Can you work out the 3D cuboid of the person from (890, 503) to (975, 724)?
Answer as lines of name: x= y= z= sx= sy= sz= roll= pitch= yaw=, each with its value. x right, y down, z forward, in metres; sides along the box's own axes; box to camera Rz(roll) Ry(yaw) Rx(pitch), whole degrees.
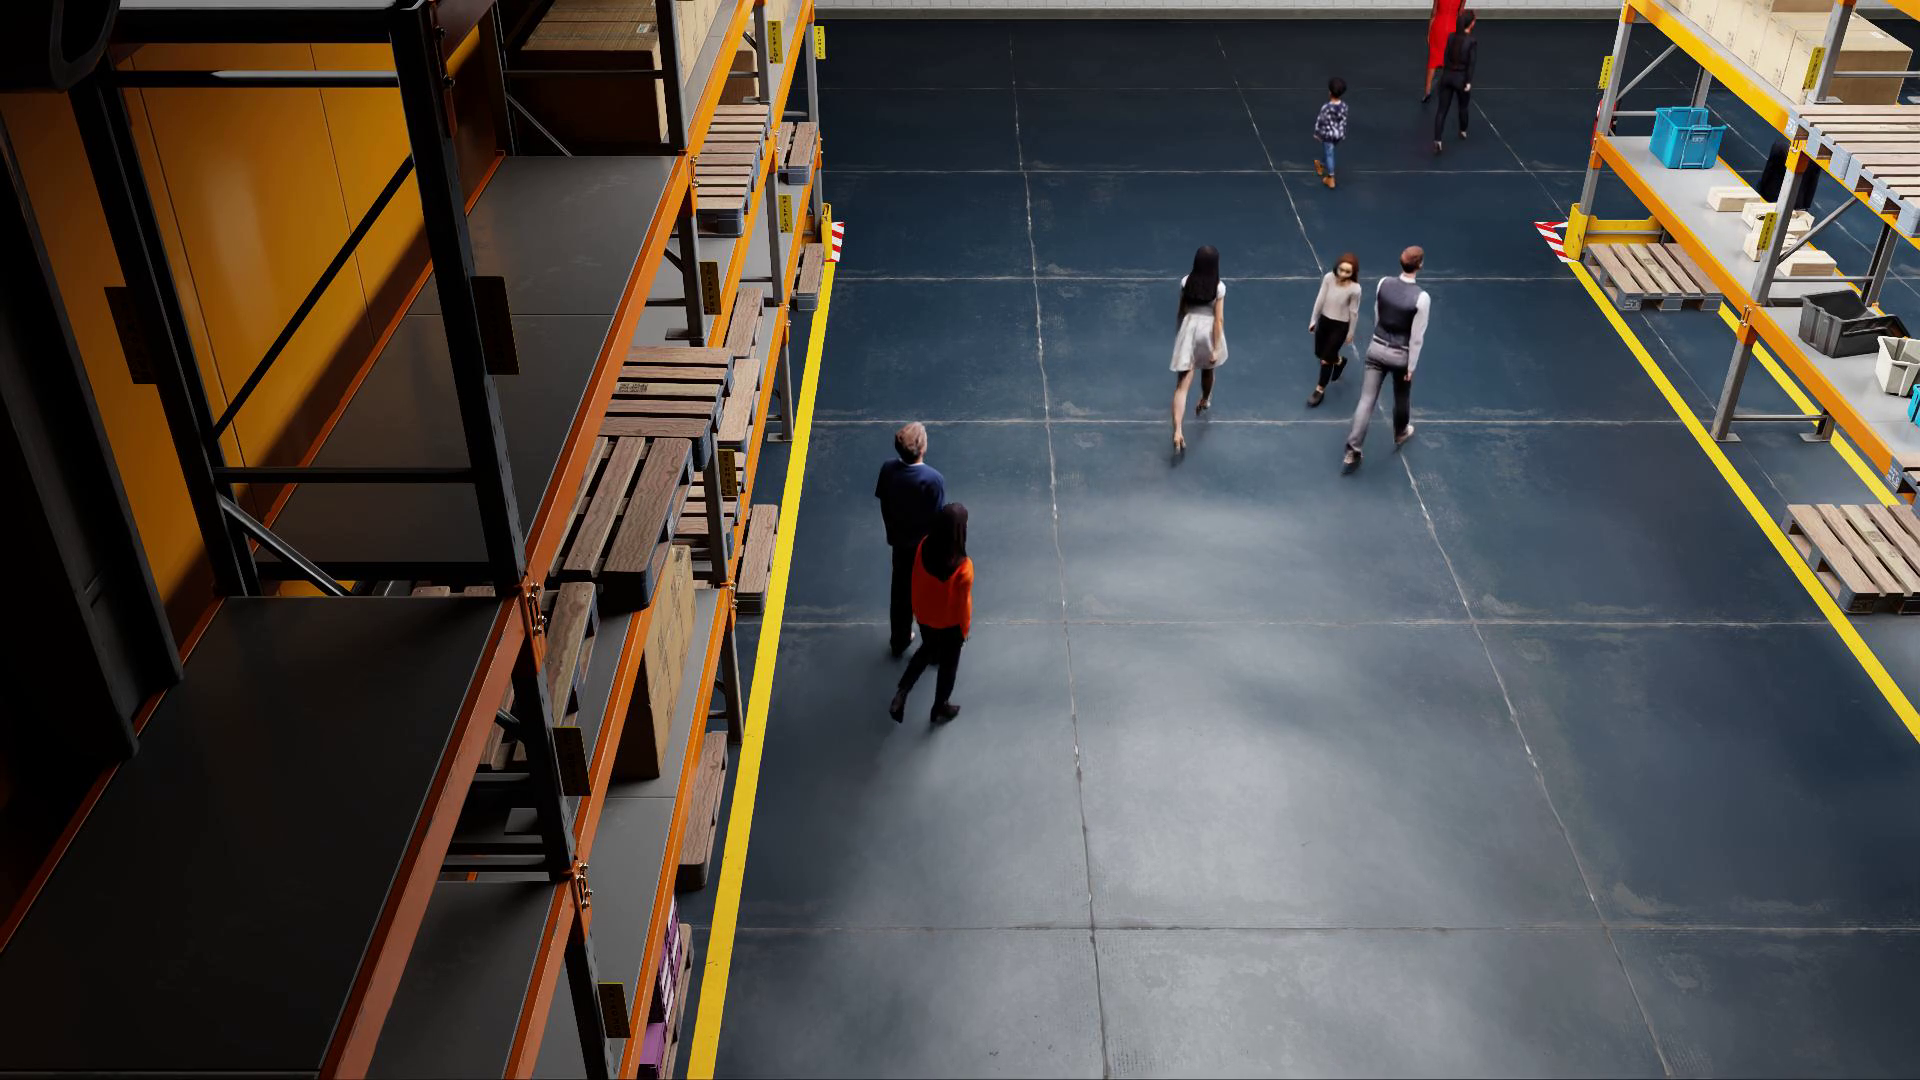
person: x=-0.182 y=0.554 z=10.740 sx=0.914 sy=1.728 sz=0.975 roll=25 pitch=41 yaw=33

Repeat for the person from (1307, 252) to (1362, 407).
person: x=3.329 y=-1.907 z=14.687 sx=0.857 sy=1.459 sz=0.943 roll=28 pitch=43 yaw=36

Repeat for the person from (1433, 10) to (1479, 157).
person: x=5.832 y=-5.392 z=19.729 sx=0.967 sy=1.679 sz=1.051 roll=25 pitch=41 yaw=33

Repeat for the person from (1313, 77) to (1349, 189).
person: x=4.266 y=-4.635 z=19.006 sx=0.657 sy=1.220 sz=0.879 roll=-9 pitch=35 yaw=-14

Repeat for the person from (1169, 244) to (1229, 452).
person: x=1.960 y=-1.566 z=13.947 sx=0.938 sy=1.709 sz=1.316 roll=14 pitch=36 yaw=20

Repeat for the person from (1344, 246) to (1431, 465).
person: x=3.484 y=-1.487 z=13.653 sx=1.149 sy=1.902 sz=1.294 roll=23 pitch=40 yaw=31

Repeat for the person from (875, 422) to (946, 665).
person: x=-0.300 y=0.020 z=11.414 sx=0.735 sy=1.871 sz=0.714 roll=16 pitch=37 yaw=23

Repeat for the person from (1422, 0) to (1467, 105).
person: x=6.191 y=-6.459 z=21.277 sx=0.548 sy=1.743 sz=0.488 roll=0 pitch=34 yaw=0
